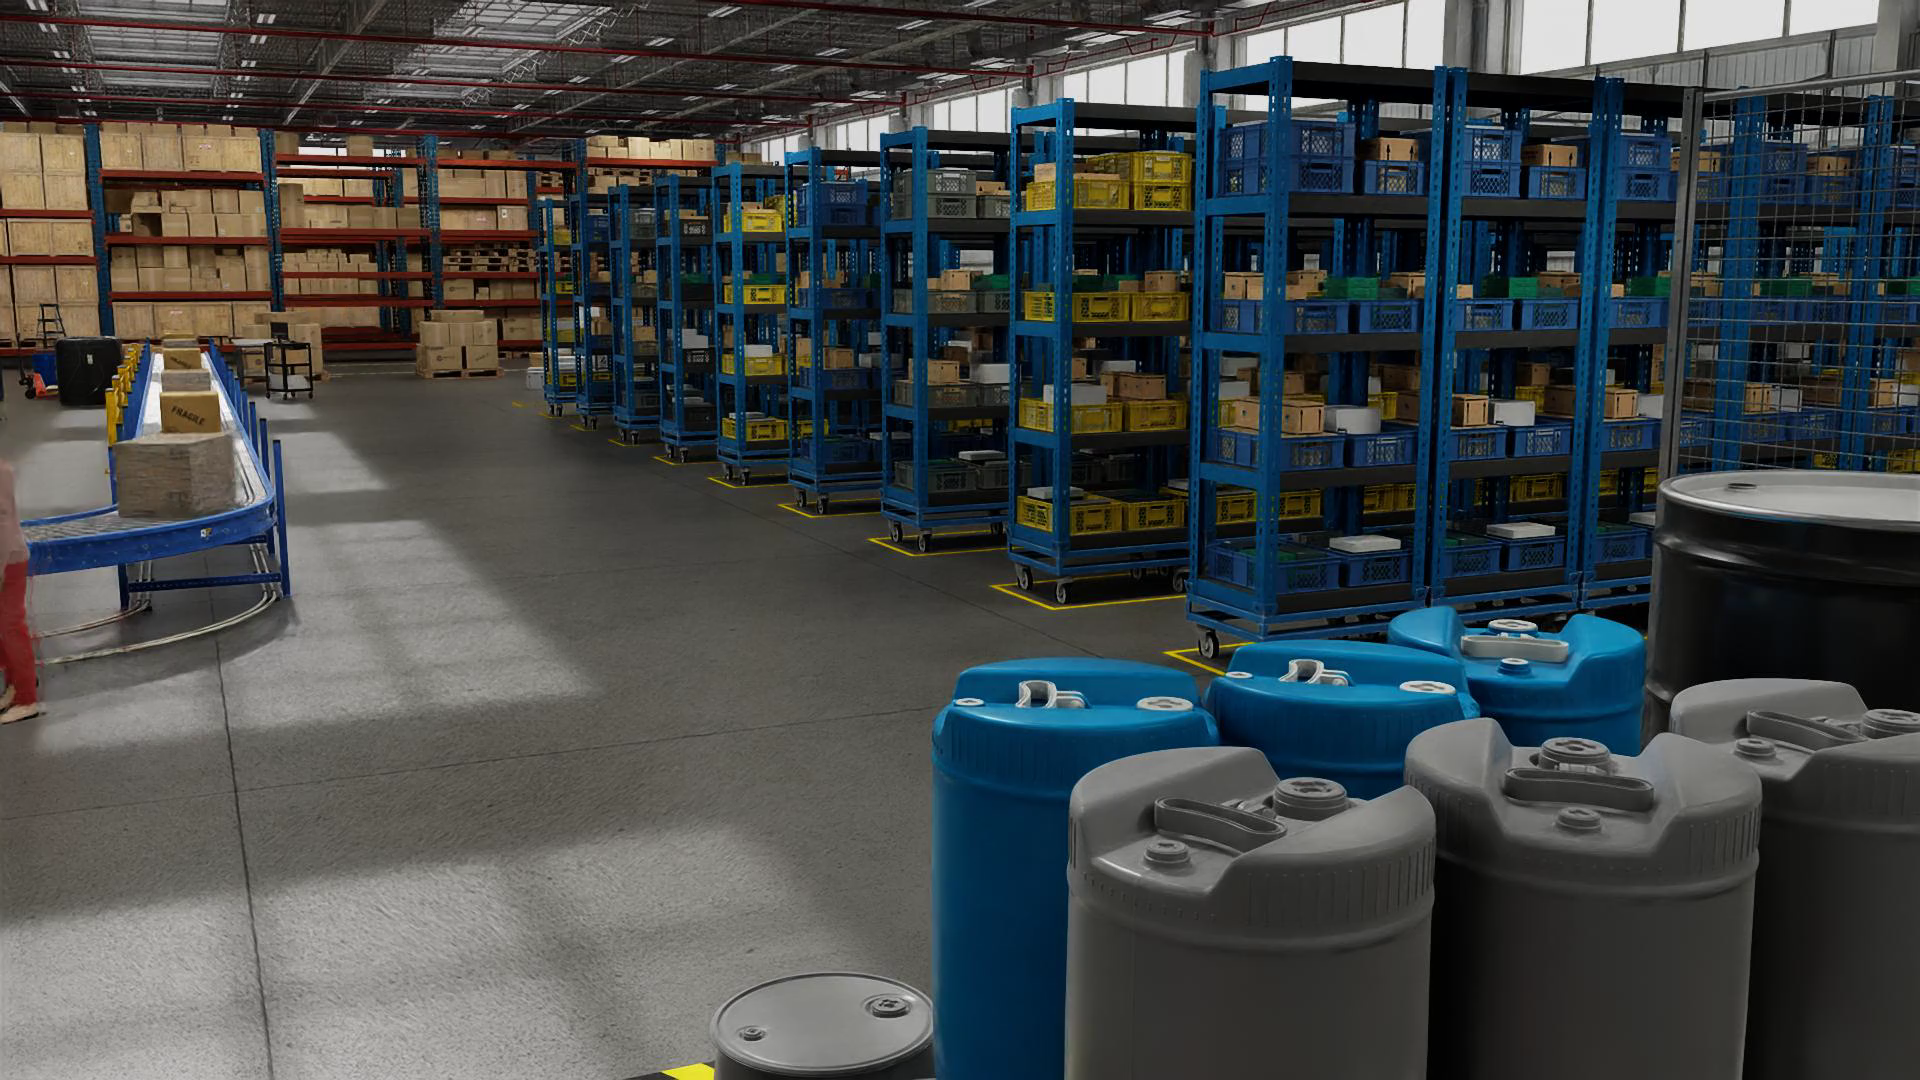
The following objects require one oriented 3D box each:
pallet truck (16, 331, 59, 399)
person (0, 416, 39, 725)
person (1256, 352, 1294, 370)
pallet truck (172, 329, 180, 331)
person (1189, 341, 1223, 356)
[{"bbox_3d":[-17.082,-3.353,31.781,1.630,1.274,0.653,-4,10,-25],"label":"pallet truck"},{"bbox_3d":[-5.139,0.121,8.820,0.523,1.755,0.376,7,11,37],"label":"person"},{"bbox_3d":[2.747,-0.853,14.233,0.943,1.963,0.606,-5,10,-28],"label":"person"},{"bbox_3d":[-17.275,-3.851,35.096,1.601,1.201,0.680,0,9,1],"label":"pallet truck"},{"bbox_3d":[3.527,-2.266,23.492,0.681,1.795,0.444,3,10,16],"label":"person"}]
